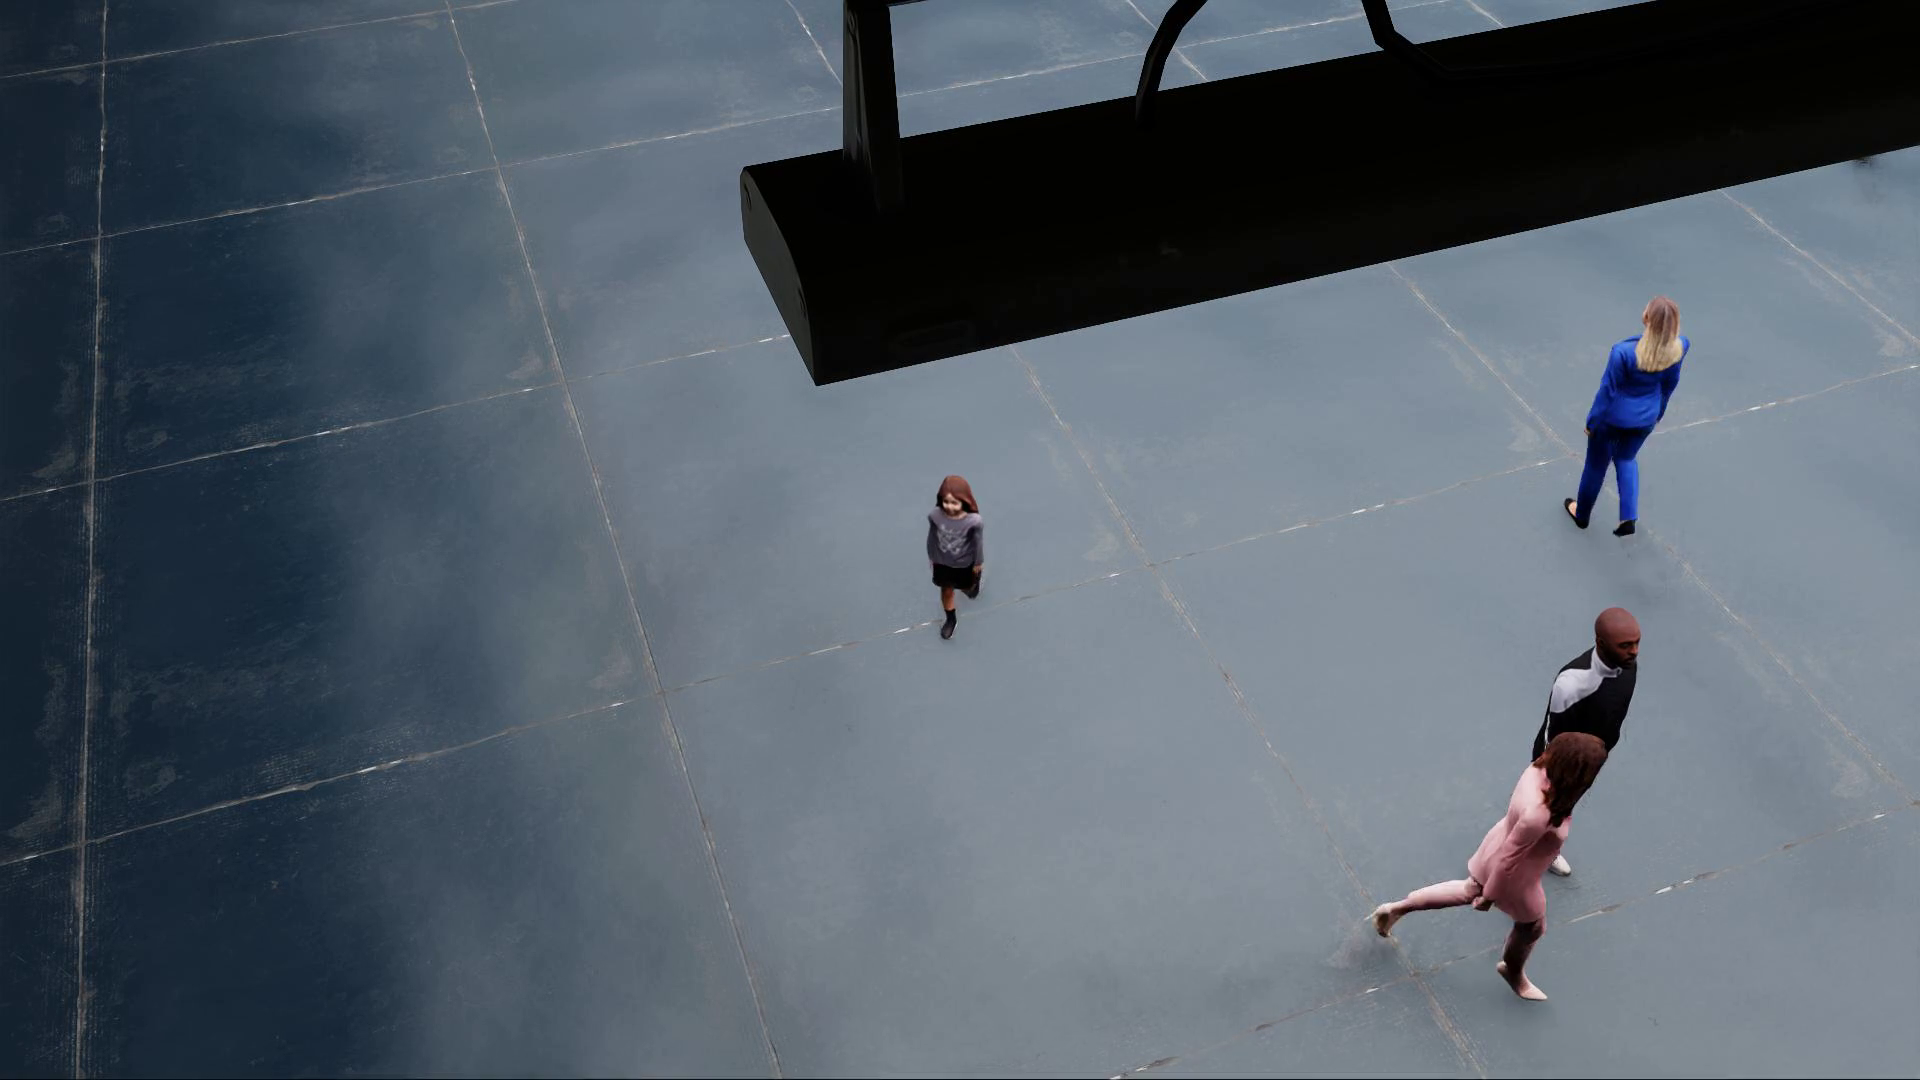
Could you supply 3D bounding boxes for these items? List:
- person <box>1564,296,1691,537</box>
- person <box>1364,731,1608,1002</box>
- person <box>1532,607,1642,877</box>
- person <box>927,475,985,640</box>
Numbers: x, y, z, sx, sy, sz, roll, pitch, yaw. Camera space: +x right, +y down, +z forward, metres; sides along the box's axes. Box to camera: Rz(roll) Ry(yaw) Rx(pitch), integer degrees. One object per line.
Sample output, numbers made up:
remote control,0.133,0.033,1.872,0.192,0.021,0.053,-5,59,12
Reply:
person,3.885,-0.643,9.601,0.705,1.692,0.847,-7,43,-7
person,2.339,1.424,7.339,1.139,1.757,1.115,14,45,15
person,2.847,0.975,7.768,0.708,1.828,0.633,-26,49,-25
person,-0.012,0.048,9.298,0.661,1.095,0.753,10,44,11
